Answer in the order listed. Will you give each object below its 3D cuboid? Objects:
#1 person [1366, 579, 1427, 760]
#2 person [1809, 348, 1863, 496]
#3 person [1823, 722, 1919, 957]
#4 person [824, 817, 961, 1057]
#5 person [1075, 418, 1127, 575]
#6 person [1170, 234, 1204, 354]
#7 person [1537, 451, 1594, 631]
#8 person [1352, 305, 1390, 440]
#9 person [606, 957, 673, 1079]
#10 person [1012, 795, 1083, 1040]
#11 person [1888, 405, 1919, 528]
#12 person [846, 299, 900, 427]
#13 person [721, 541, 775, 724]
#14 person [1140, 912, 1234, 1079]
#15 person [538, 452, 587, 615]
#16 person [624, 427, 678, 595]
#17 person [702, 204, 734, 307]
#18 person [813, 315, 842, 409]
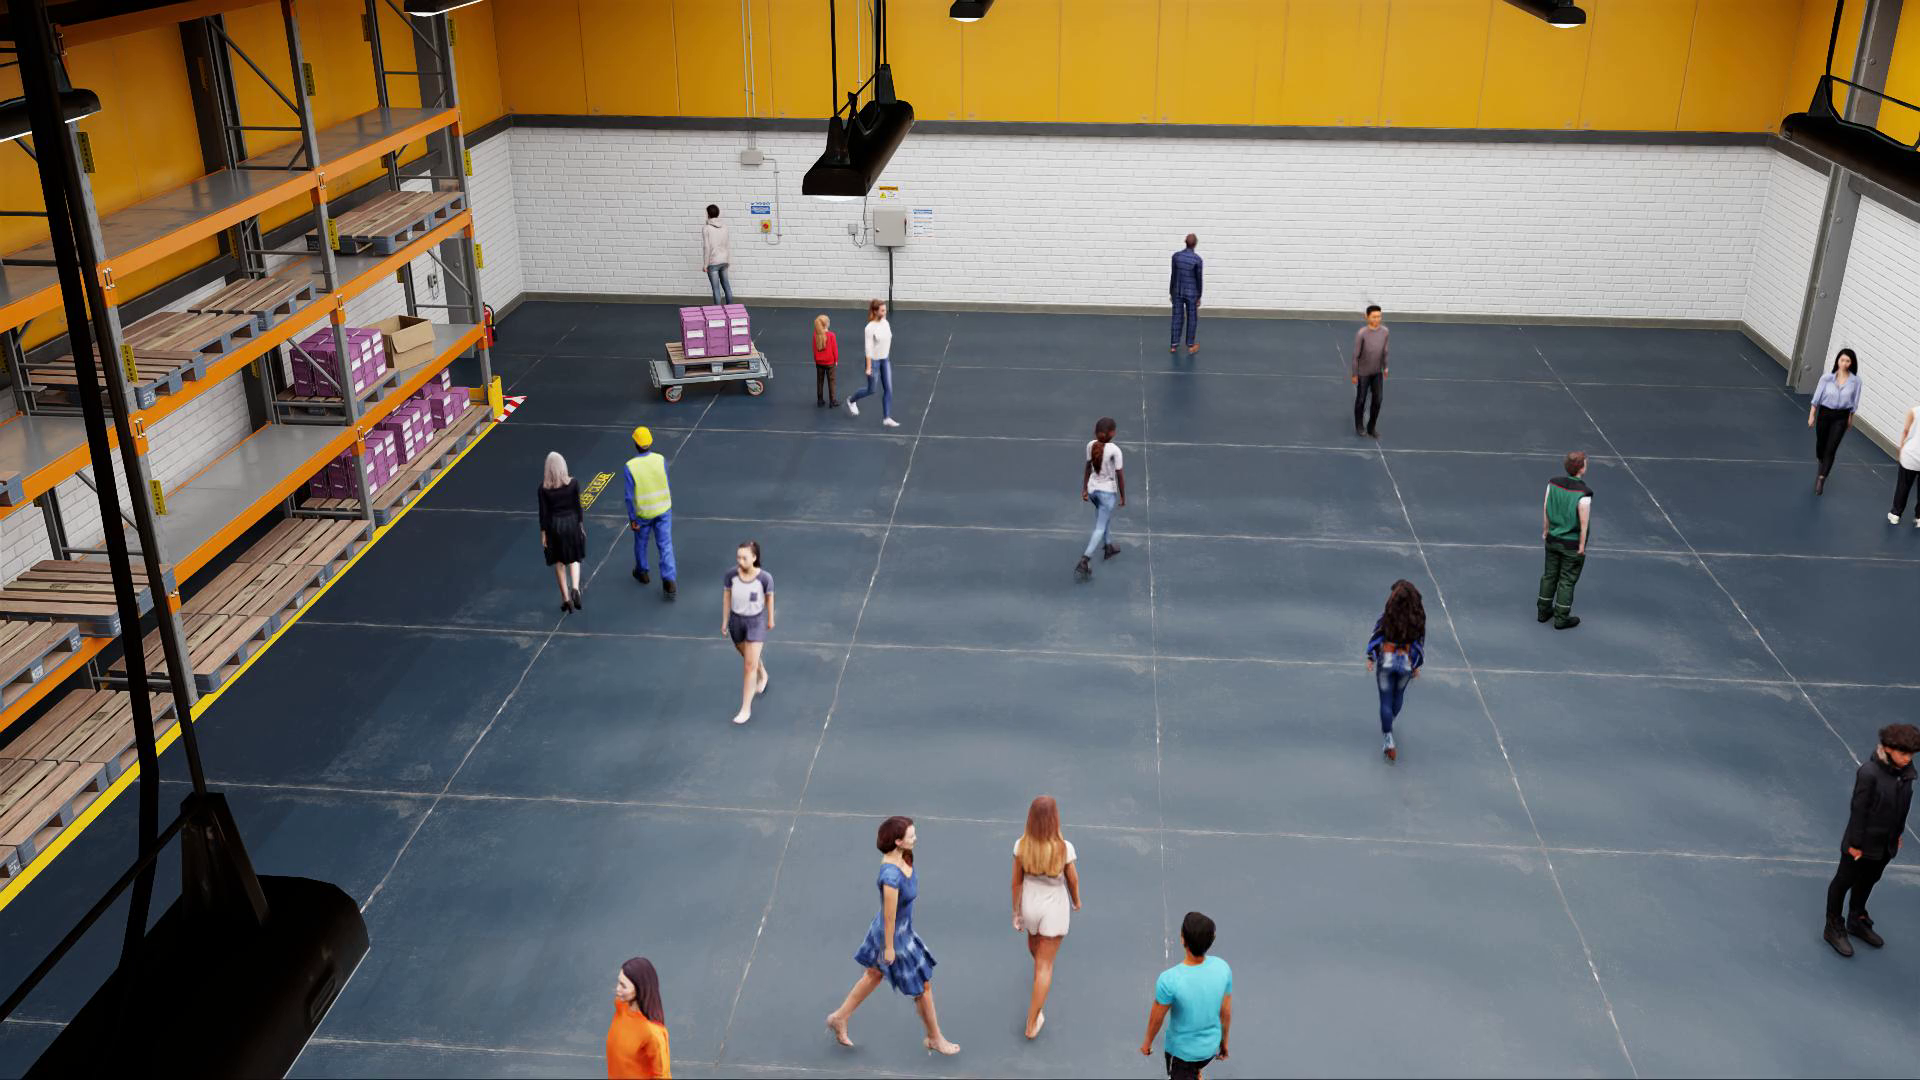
[{"bbox_3d":[3.706,1.103,14.150,0.637,1.601,0.866,1,24,3],"label":"person"},{"bbox_3d":[10.418,-1.445,19.853,0.987,1.704,1.252,13,27,28],"label":"person"},{"bbox_3d":[6.428,2.067,11.728,0.714,1.775,0.728,-8,25,-17],"label":"person"},{"bbox_3d":[-0.494,2.558,10.617,0.779,1.766,1.076,0,24,1],"label":"person"},{"bbox_3d":[1.459,-0.433,17.570,1.032,1.678,1.190,19,30,37],"label":"person"},{"bbox_3d":[3.391,-3.694,24.841,0.818,1.830,0.963,6,24,13],"label":"person"},{"bbox_3d":[5.981,-0.016,16.410,0.804,1.843,0.734,-16,28,-33],"label":"person"},{"bbox_3d":[5.270,-2.206,21.534,0.864,1.751,0.798,2,24,4],"label":"person"},{"bbox_3d":[-1.786,3.091,9.419,0.764,1.748,0.698,-17,29,-34],"label":"person"},{"bbox_3d":[0.530,2.499,10.903,0.750,1.646,1.153,8,25,17],"label":"person"},{"bbox_3d":[10.876,-0.981,18.815,0.727,1.685,0.713,10,25,21],"label":"person"},{"bbox_3d":[-1.153,-2.331,21.894,1.037,1.692,1.085,17,29,34],"label":"person"},{"bbox_3d":[-1.879,0.756,14.940,0.772,1.606,1.119,8,25,17],"label":"person"},{"bbox_3d":[1.390,2.991,9.633,0.795,1.761,0.865,-10,25,-21],"label":"person"},{"bbox_3d":[-3.914,-0.028,16.570,0.829,1.736,0.945,-12,26,-25],"label":"person"},{"bbox_3d":[-3.137,-0.279,17.085,0.991,1.784,1.160,-11,26,-24],"label":"person"},{"bbox_3d":[-3.860,-4.412,26.456,0.820,1.851,0.730,21,31,39],"label":"person"},{"bbox_3d":[-1.836,-2.439,22.654,0.535,1.280,0.532,7,25,16],"label":"person"}]
